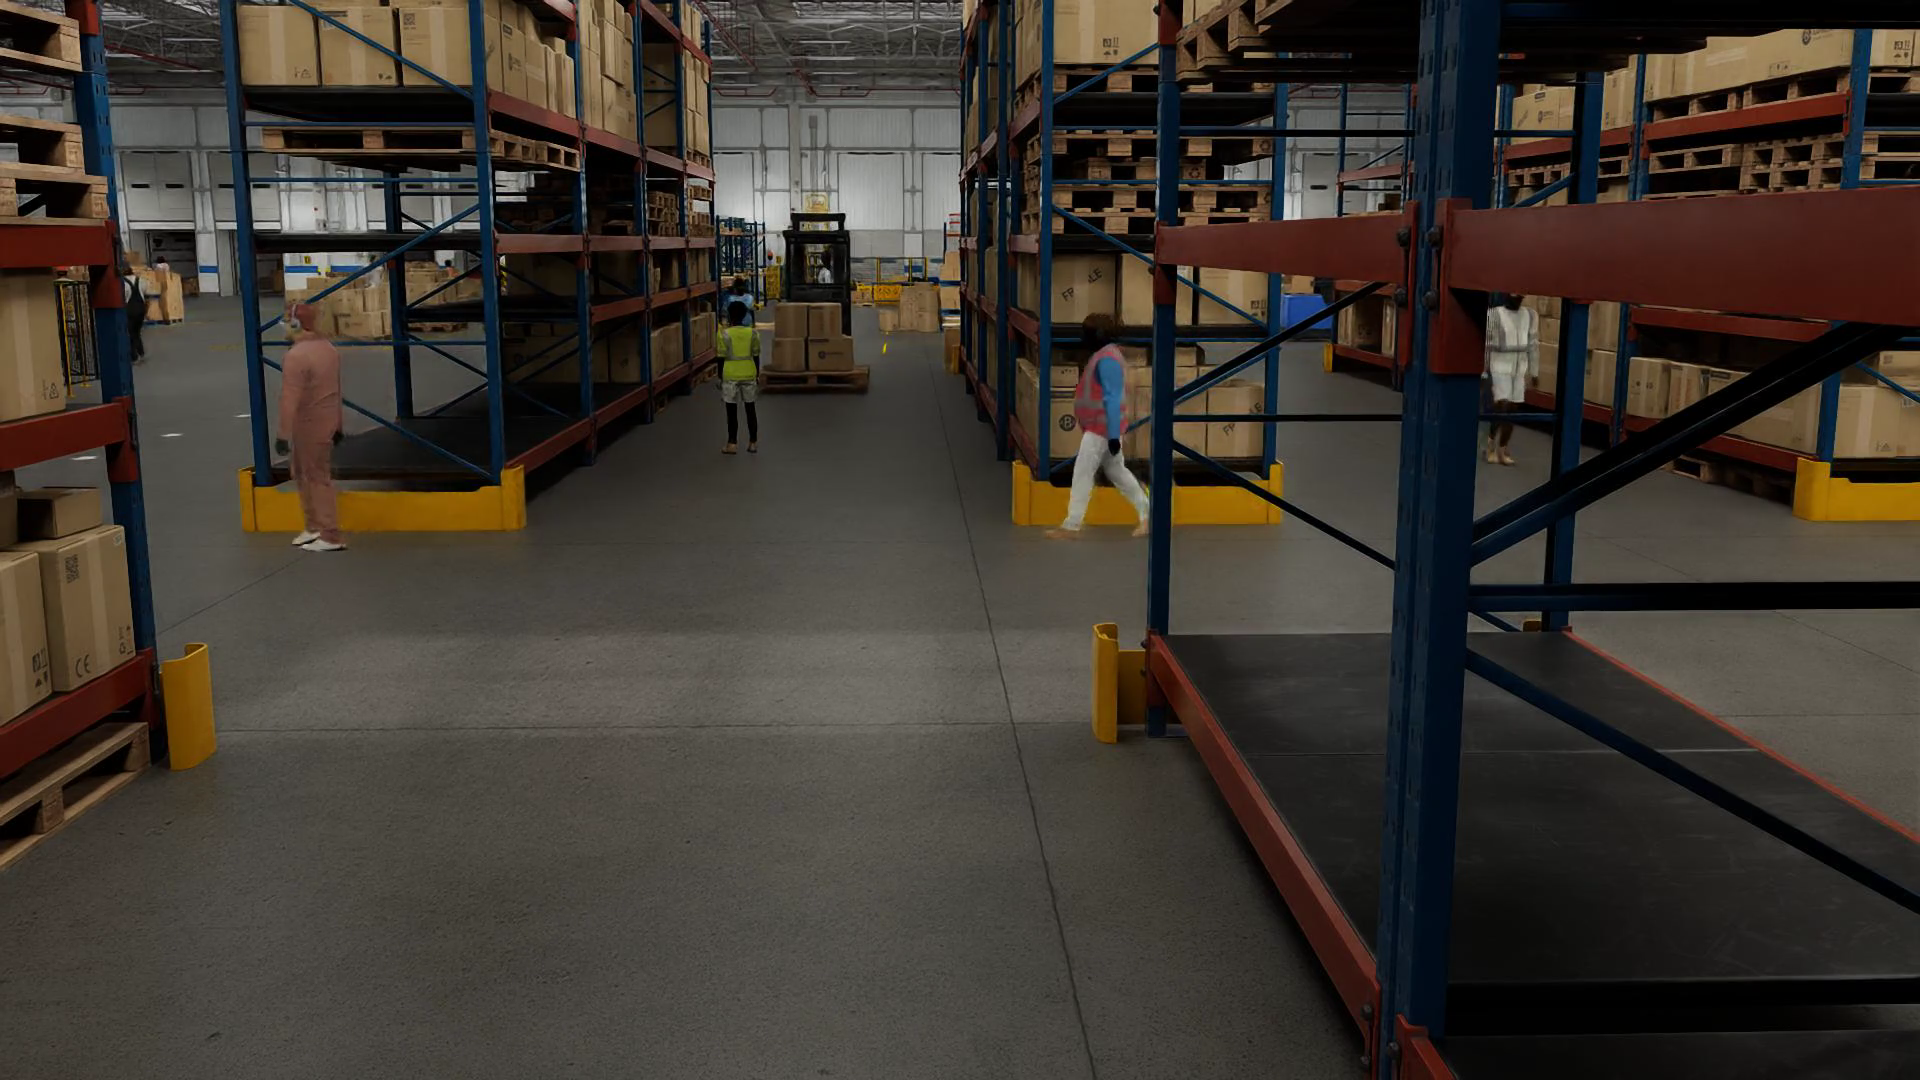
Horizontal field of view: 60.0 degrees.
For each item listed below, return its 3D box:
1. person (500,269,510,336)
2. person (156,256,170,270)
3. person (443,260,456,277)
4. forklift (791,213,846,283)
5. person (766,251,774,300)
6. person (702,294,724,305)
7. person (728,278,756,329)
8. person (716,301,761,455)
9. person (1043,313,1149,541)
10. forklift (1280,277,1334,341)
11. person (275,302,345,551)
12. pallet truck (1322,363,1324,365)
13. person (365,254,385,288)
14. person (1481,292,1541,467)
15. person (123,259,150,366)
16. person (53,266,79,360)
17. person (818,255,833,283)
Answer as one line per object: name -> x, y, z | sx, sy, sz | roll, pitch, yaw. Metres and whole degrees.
person -> -8.260, -3.930, 29.877 | 0.524, 1.855, 0.700 | 4, 11, 23
person -> -28.002, -9.045, 58.410 | 0.429, 1.839, 0.633 | 1, 10, 6
person -> -18.979, -9.541, 61.708 | 0.896, 1.649, 0.547 | 9, 14, 41
forklift -> -2.410, -4.213, 28.590 | 1.129, 2.768, 1.873 | 0, 10, -2
person -> -7.727, -10.735, 67.539 | 0.348, 1.943, 0.543 | -1, 10, -3
person -> -9.232, -9.513, 61.143 | 0.995, 1.793, 0.527 | -1, 10, -3
person -> -4.103, -4.050, 31.019 | 0.538, 1.678, 0.572 | -7, 12, -35
person -> -2.450, -1.792, 18.399 | 0.541, 1.696, 0.315 | -6, 12, -31
person -> 1.165, -0.880, 13.041 | 0.937, 1.800, 0.637 | 0, 10, 2
forklift -> 8.581, -6.133, 39.288 | 1.873, 2.768, 1.129 | 0, 10, -2
person -> -4.990, -0.844, 12.569 | 0.616, 1.885, 0.679 | 0, 10, 2
pallet truck -> 7.712, -4.157, 30.737 | 1.885, 1.965, 0.823 | 3, 11, 16
person -> -18.875, -8.261, 53.799 | 0.472, 1.923, 0.659 | 7, 12, 33
person -> 5.737, -1.763, 17.335 | 0.609, 2.026, 0.460 | -3, 11, -15
person -> -15.723, -4.302, 31.425 | 0.564, 2.000, 0.712 | 6, 12, 29
person -> -17.712, -4.526, 32.951 | 0.545, 1.942, 0.350 | -6, 12, -30
person -> -3.715, -6.914, 46.180 | 0.361, 1.964, 0.617 | -5, 11, -27
